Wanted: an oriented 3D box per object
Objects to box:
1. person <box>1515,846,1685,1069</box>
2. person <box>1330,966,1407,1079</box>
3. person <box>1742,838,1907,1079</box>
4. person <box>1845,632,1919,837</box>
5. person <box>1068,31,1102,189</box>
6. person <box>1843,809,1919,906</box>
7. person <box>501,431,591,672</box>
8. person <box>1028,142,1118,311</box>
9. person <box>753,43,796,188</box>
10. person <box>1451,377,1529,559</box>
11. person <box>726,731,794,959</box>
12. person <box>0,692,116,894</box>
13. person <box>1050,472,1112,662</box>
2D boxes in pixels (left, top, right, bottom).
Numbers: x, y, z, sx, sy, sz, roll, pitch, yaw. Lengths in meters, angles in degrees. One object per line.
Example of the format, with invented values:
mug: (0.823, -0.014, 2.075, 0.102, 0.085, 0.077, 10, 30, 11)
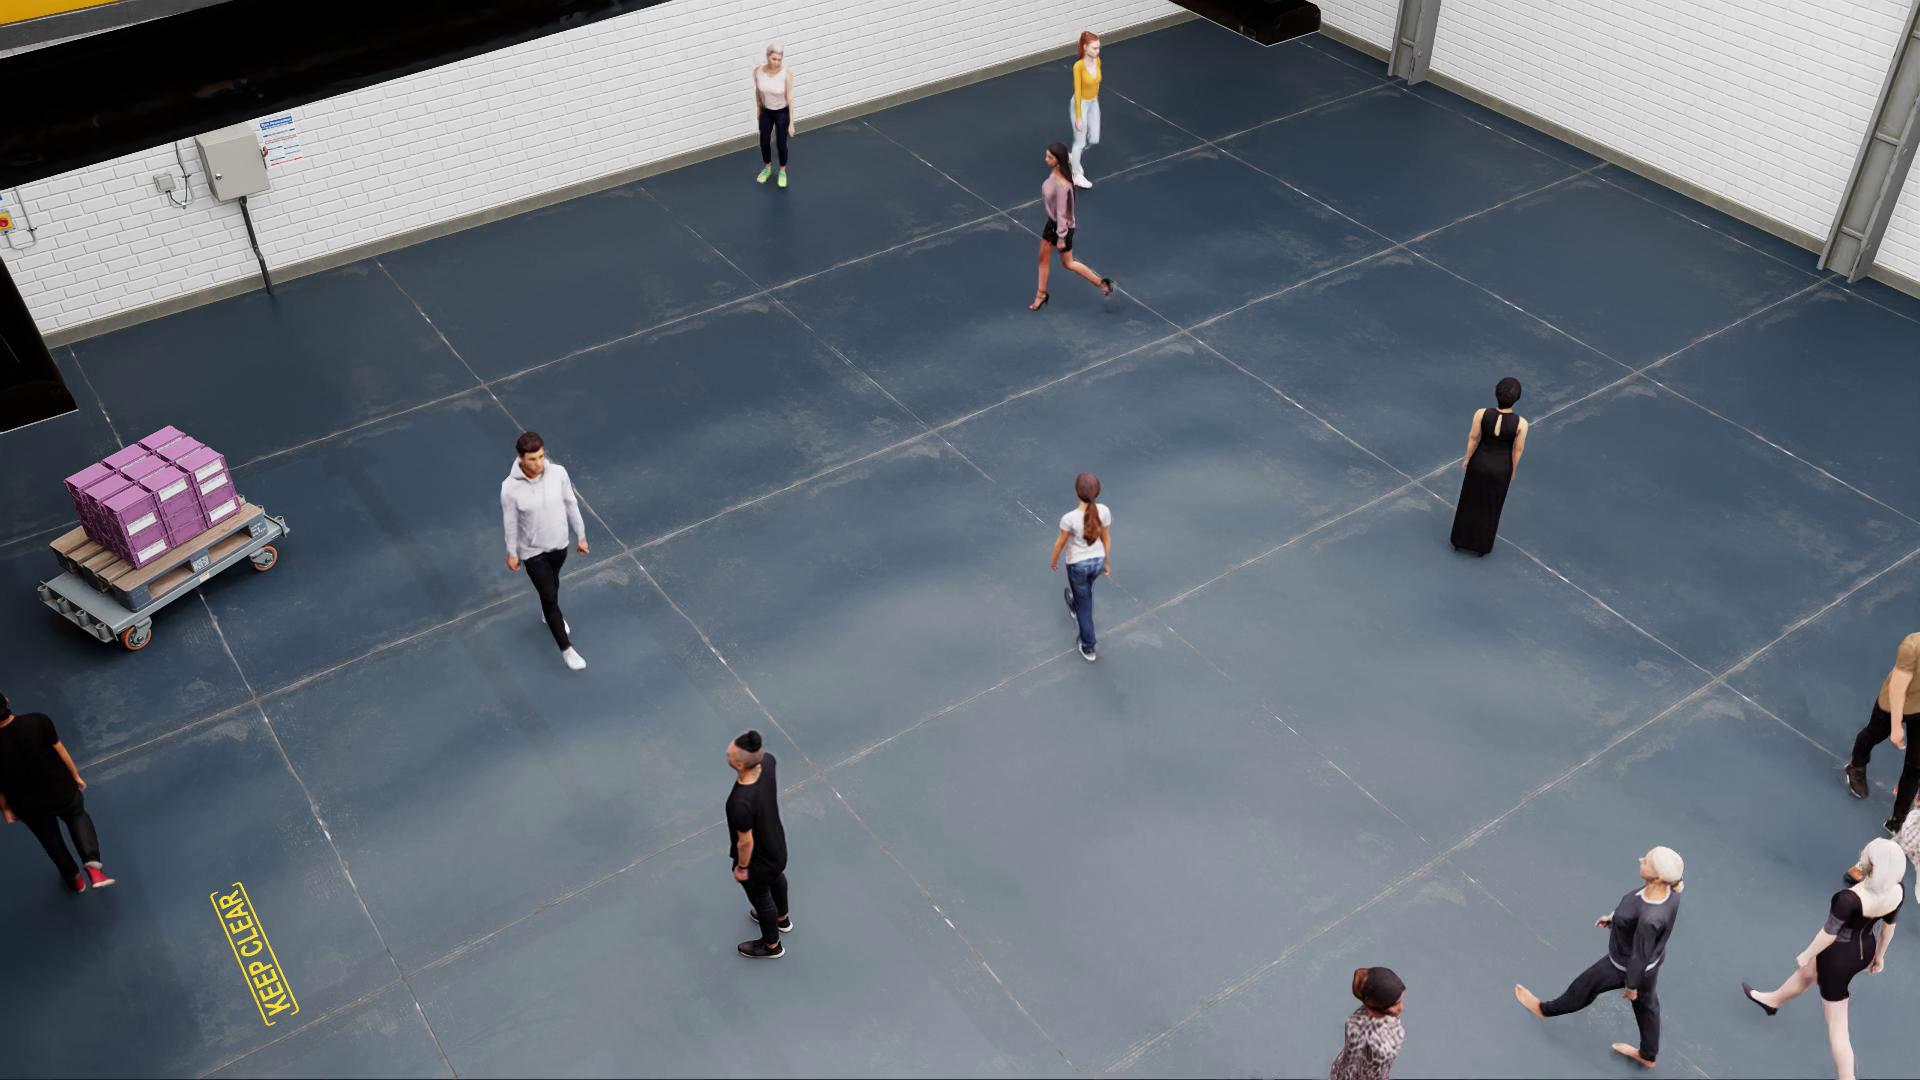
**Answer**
person: (3.856, 2.369, 9.315, 1.126, 1.683, 0.768, 29, 47, 31)
person: (2.036, 2.799, 8.762, 0.618, 1.701, 0.797, -28, 46, -31)
person: (4.930, 2.406, 9.191, 0.748, 1.781, 1.222, -14, 41, -17)
person: (6.179, 1.028, 10.890, 1.097, 1.814, 1.171, 4, 39, 5)
person: (1.285, -4.710, 18.136, 0.651, 1.737, 0.723, -28, 46, -30)
person: (5.892, 1.819, 10.338, 0.992, 1.266, 0.705, 27, 46, 29)
person: (-3.093, -0.026, 12.146, 0.808, 1.893, 1.104, -29, 47, -31)
person: (1.066, -2.961, 15.912, 1.050, 1.779, 1.137, -3, 39, -4)
person: (-2.015, -4.634, 18.096, 0.797, 1.668, 0.860, 16, 41, 19)
person: (4.154, -0.559, 13.050, 0.618, 1.598, 0.718, 16, 41, 19)
person: (-1.201, 1.793, 9.892, 0.813, 1.862, 0.764, 8, 39, 10)
person: (-5.626, 1.596, 10.234, 0.648, 1.744, 0.789, -26, 45, -29)
person: (0.938, 0.220, 12.123, 0.720, 1.536, 1.008, -12, 40, -15)
